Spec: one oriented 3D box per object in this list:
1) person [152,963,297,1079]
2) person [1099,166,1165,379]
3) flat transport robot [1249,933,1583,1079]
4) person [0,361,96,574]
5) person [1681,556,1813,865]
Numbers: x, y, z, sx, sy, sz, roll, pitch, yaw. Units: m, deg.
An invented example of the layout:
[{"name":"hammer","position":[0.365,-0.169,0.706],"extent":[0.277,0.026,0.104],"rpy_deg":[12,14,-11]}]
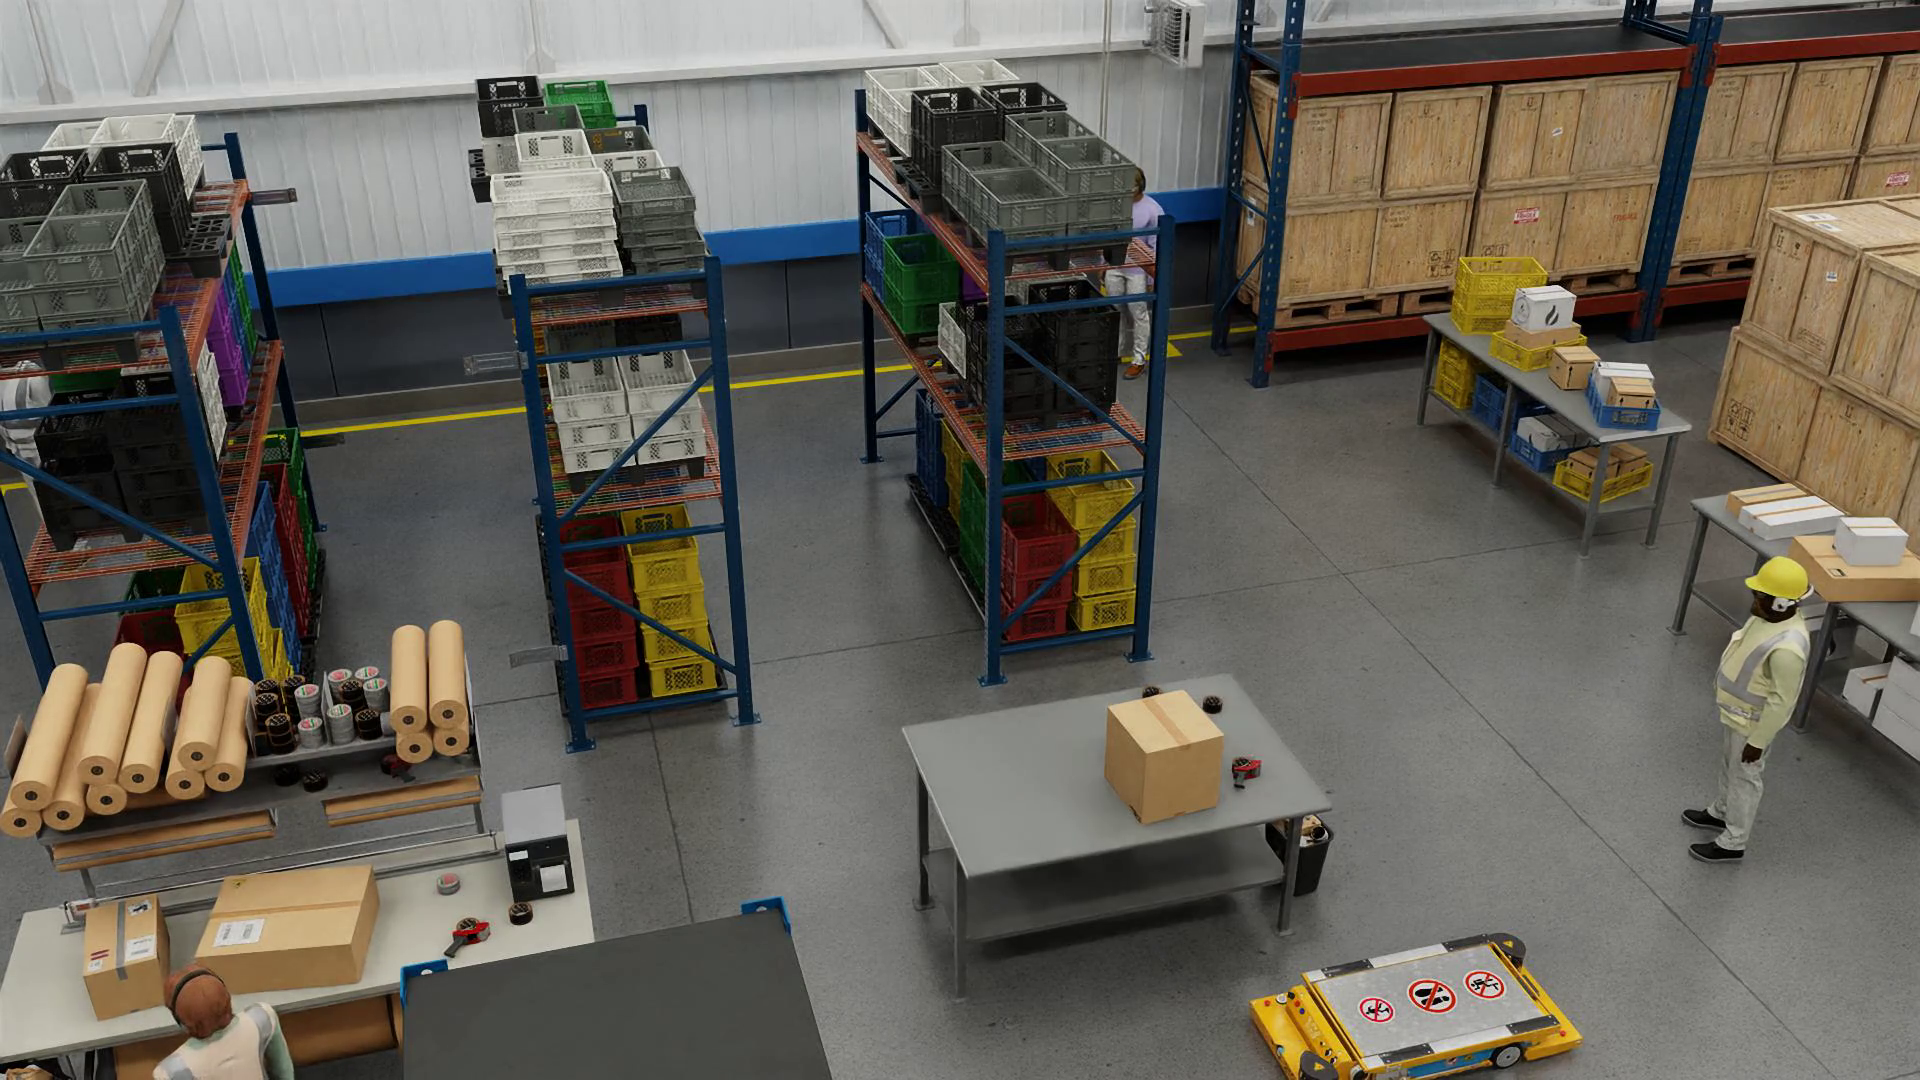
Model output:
[{"name":"person","position":[-2.805,2.324,6.495],"extent":[0.310,1.636,0.523],"rpy_deg":[20,34,31]},{"name":"person","position":[1.506,-2.390,14.775],"extent":[0.625,1.933,0.374],"rpy_deg":[22,35,34]},{"name":"flat transport robot","position":[2.184,2.282,7.980],"extent":[1.431,0.197,0.652],"rpy_deg":[-8,30,-14]},{"name":"person","position":[-6.496,-0.651,11.654],"extent":[0.584,1.882,0.346],"rpy_deg":[15,32,25]},{"name":"person","position":[4.213,0.905,8.876],"extent":[0.404,1.830,0.600],"rpy_deg":[8,30,14]}]
